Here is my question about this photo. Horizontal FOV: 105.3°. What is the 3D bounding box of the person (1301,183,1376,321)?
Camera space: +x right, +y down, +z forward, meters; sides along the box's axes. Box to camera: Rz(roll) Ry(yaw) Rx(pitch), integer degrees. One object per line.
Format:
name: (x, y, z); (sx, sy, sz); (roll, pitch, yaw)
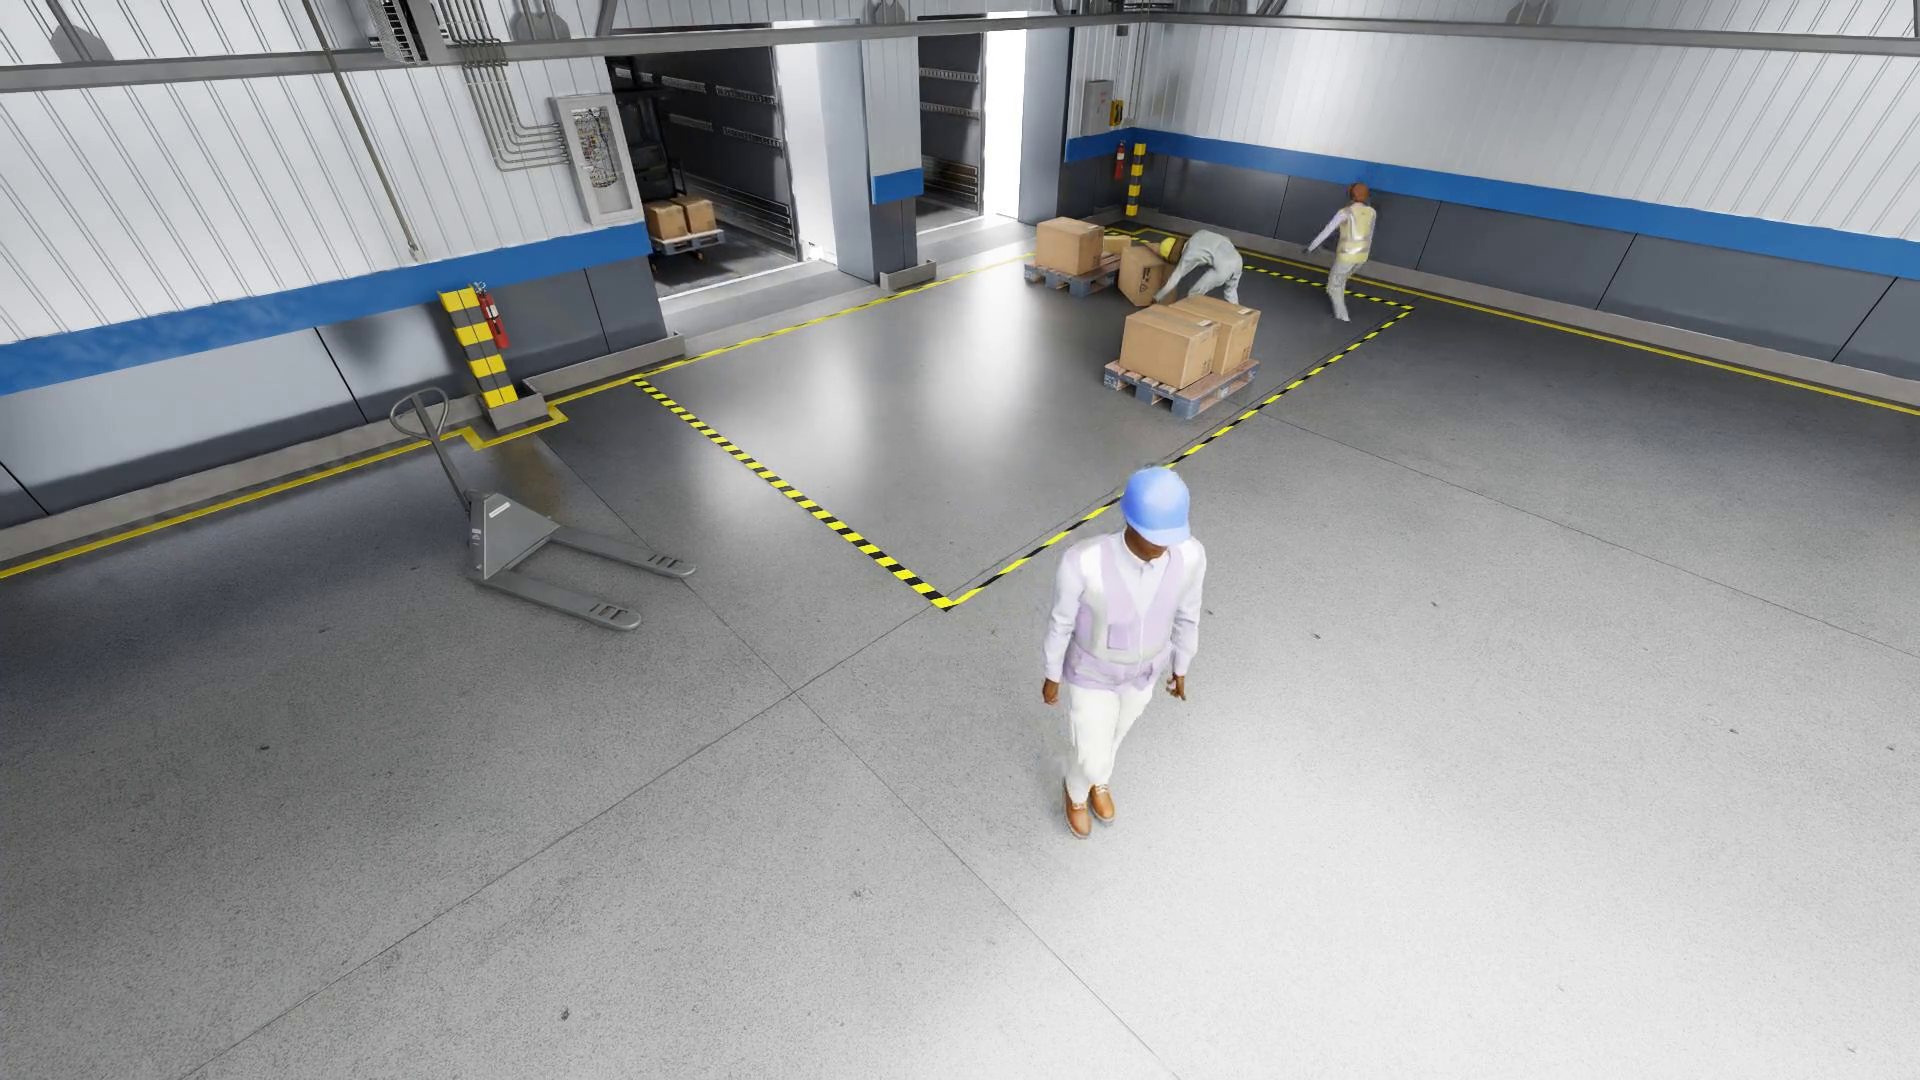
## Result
person: (4.475, -3.242, 8.449); (0.886, 1.514, 0.686); (-11, 39, -14)

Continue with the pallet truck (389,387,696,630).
pallet truck: (-2.613, -0.247, 4.593); (1.601, 1.201, 0.680); (14, 40, 17)

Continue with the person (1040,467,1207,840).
person: (0.654, 0.534, 3.009); (0.631, 1.936, 0.455); (-10, 39, -12)

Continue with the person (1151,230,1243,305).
person: (2.642, -2.775, 7.978); (0.831, 1.112, 0.768); (-13, 40, -17)

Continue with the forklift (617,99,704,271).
forklift: (-4.486, -4.957, 10.032); (0.716, 2.013, 0.776); (-31, 47, -33)
